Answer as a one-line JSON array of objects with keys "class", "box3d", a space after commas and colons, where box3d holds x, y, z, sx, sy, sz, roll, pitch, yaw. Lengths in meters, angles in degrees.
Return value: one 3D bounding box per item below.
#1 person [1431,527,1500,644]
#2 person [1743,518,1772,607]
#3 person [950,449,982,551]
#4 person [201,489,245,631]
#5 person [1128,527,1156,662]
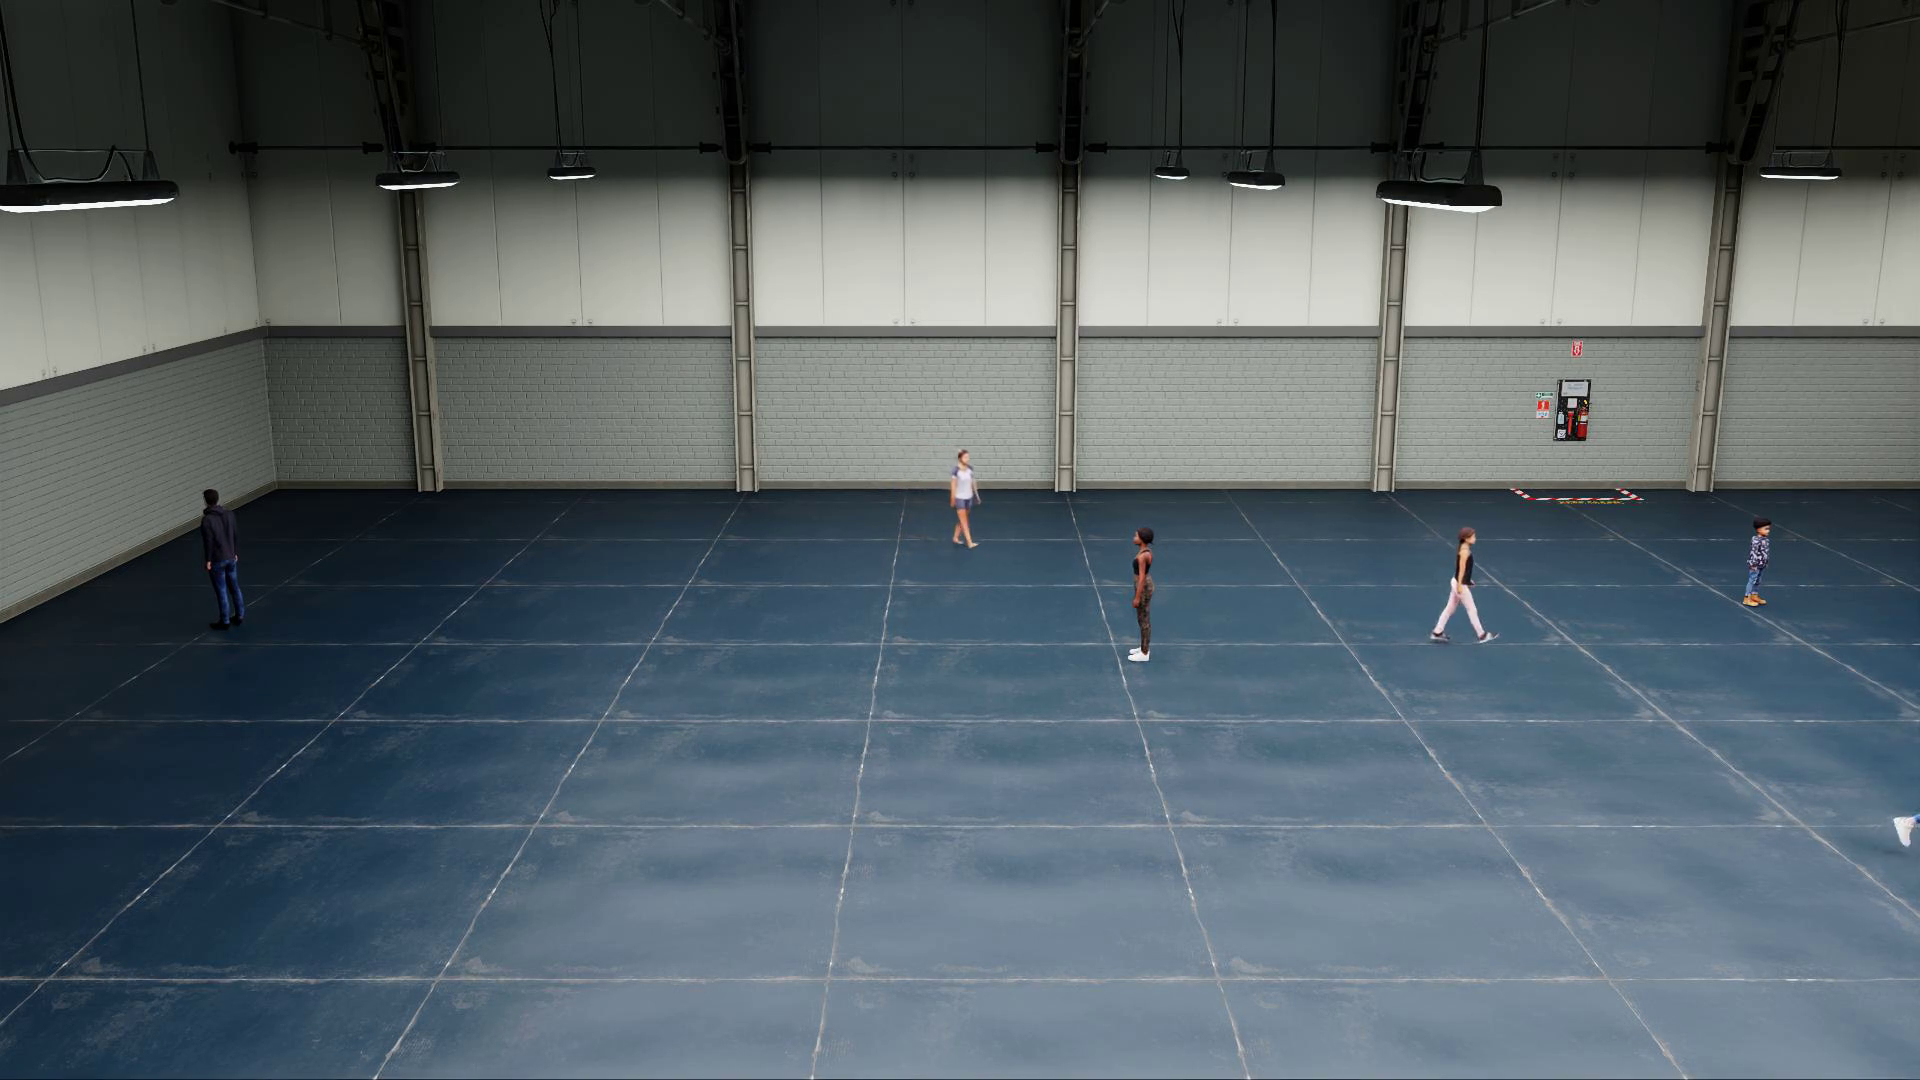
[{"class": "person", "box3d": [6.362, 0.610, 21.370, 1.070, 1.510, 0.627, 2, 13, 8]}, {"class": "person", "box3d": [11.178, 0.298, 23.298, 0.541, 1.248, 0.623, -9, 16, -33]}, {"class": "person", "box3d": [0.004, -0.644, 26.645, 0.998, 1.574, 1.039, -12, 18, -42]}, {"class": "person", "box3d": [-9.804, 0.246, 22.101, 0.740, 1.890, 0.757, 6, 14, 25]}, {"class": "person", "box3d": [2.285, 0.658, 20.741, 0.597, 1.700, 0.617, 3, 13, 12]}]
